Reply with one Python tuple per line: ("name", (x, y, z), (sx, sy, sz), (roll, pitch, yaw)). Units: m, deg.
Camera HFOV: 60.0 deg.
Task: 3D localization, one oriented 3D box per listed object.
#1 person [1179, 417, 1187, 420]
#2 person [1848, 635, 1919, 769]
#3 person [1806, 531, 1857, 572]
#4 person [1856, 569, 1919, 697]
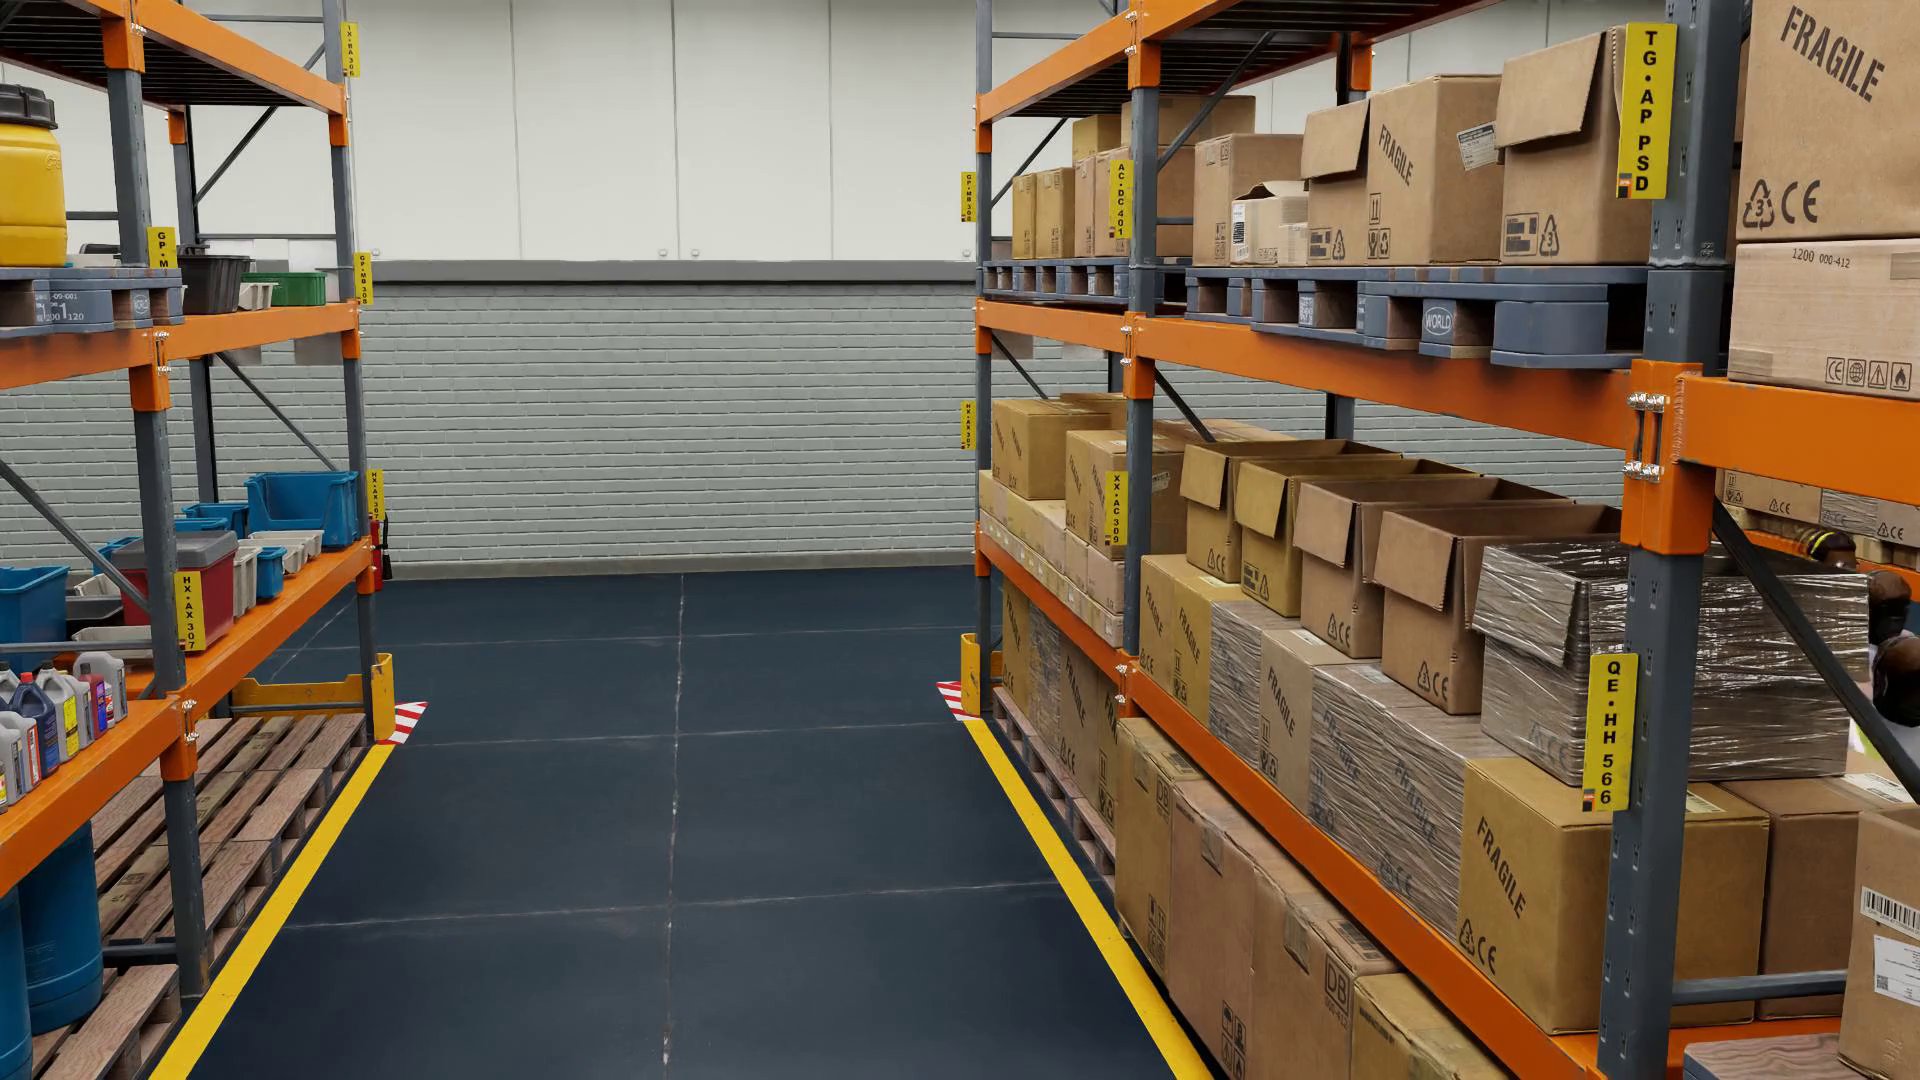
("person", (1.816, -0.018, 13.037), (0.881, 1.911, 0.637), (-4, 10, -25))
("person", (3.269, 1.207, 5.830), (0.639, 1.797, 0.945), (0, 9, 3))
("person", (4.094, 0.849, 7.958), (0.552, 1.817, 1.000), (-2, 9, -11))
("person", (3.707, 1.022, 6.849), (0.628, 1.828, 0.448), (0, 9, 1))
